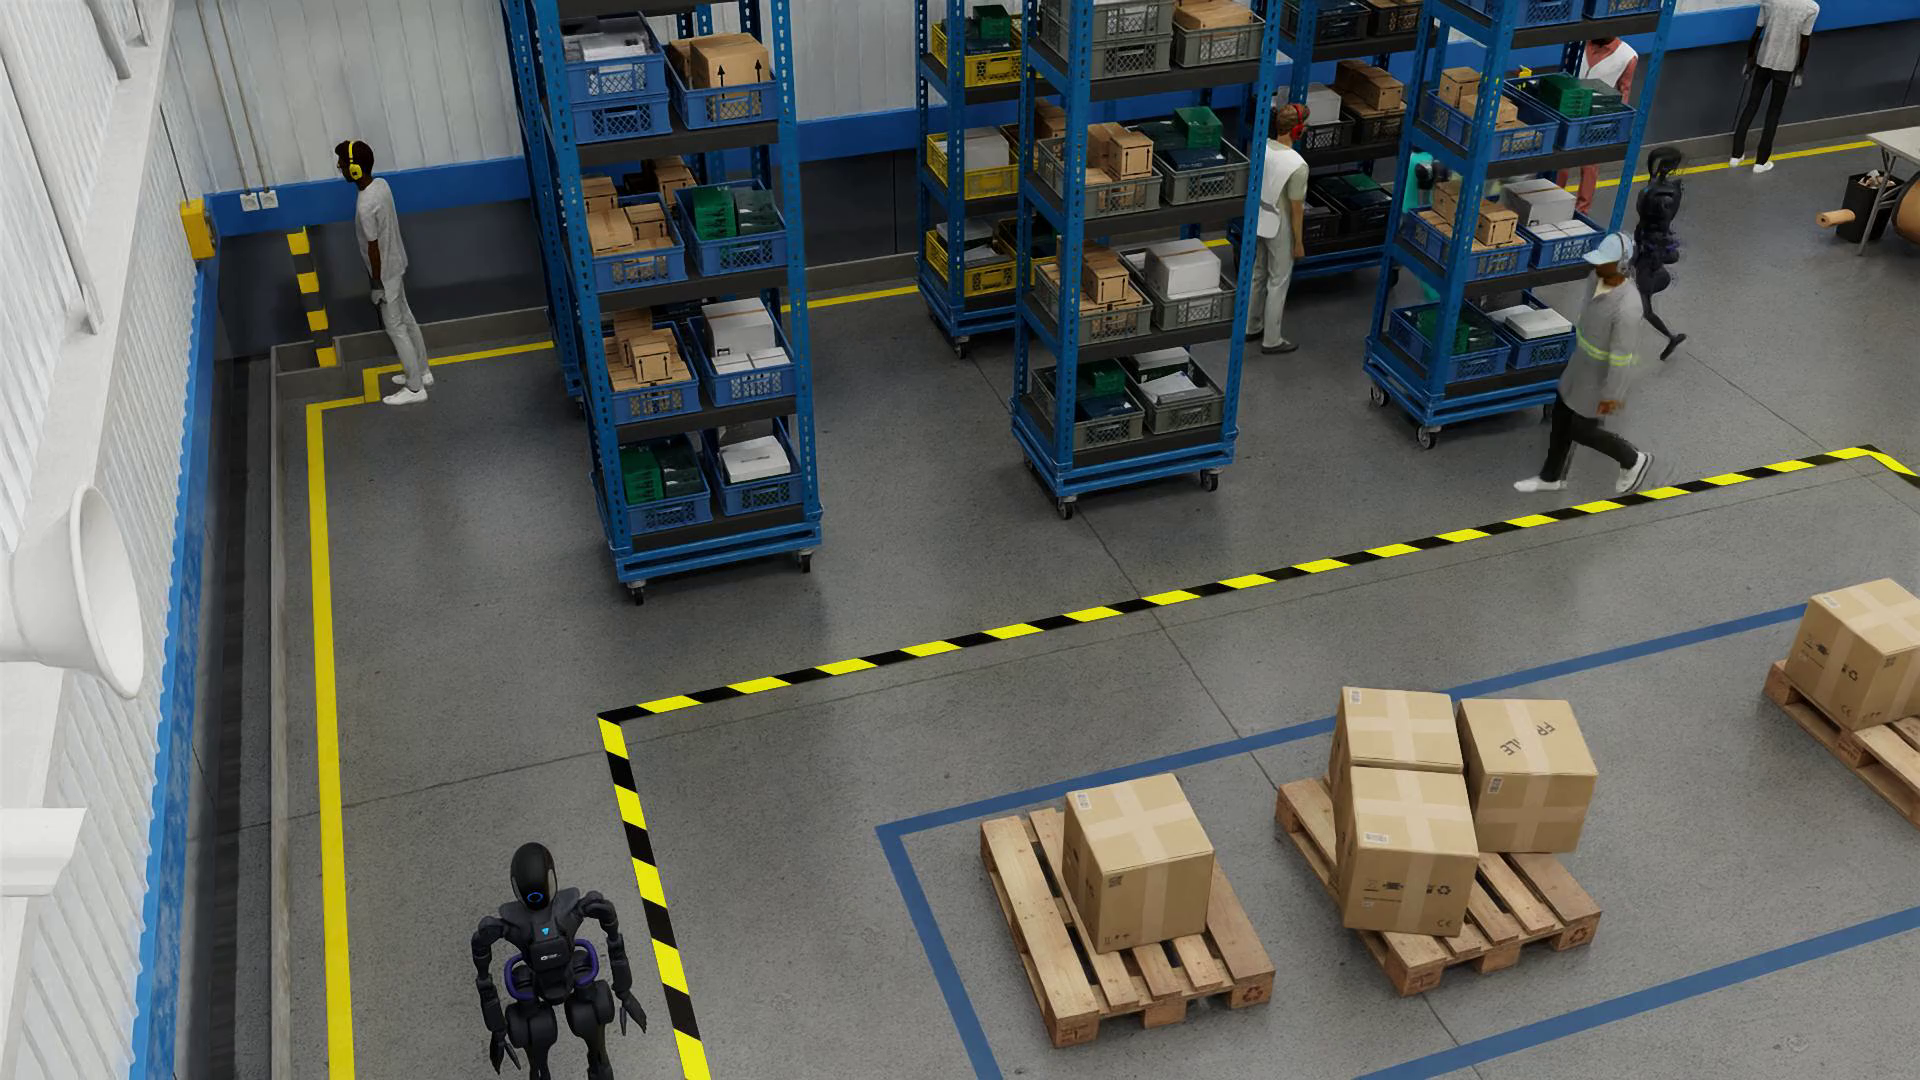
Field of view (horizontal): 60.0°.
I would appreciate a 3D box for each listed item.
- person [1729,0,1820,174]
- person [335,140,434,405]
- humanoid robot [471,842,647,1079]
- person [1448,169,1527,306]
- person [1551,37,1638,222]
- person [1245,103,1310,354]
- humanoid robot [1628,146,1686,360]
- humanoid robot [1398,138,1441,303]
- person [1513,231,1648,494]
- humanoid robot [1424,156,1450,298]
[{"bbox_3d":[7.129,-4.136,14.544,0.513,1.857,0.335,30,45,35],"label":"person"},{"bbox_3d":[-3.885,-1.801,11.230,0.313,1.864,0.506,-3,35,-4],"label":"person"},{"bbox_3d":[-1.511,1.766,6.317,0.599,1.657,0.315,-12,37,-17],"label":"humanoid robot"},{"bbox_3d":[3.747,-2.300,11.979,0.774,1.816,0.636,-16,38,-22],"label":"person"},{"bbox_3d":[5.075,-3.415,13.467,0.390,1.918,0.589,-29,44,-35],"label":"person"},{"bbox_3d":[2.239,-2.201,11.821,0.420,1.833,0.560,-14,37,-19],"label":"person"},{"bbox_3d":[4.922,-1.961,11.635,0.656,1.631,0.589,3,35,4],"label":"humanoid robot"},{"bbox_3d":[3.371,-2.088,11.768,0.758,1.801,0.571,-3,35,-5],"label":"humanoid robot"},{"bbox_3d":[3.946,-1.047,10.189,0.678,1.830,0.597,-3,35,-4],"label":"person"},{"bbox_3d":[3.729,-2.576,12.478,0.589,1.649,0.357,22,41,27],"label":"humanoid robot"}]
